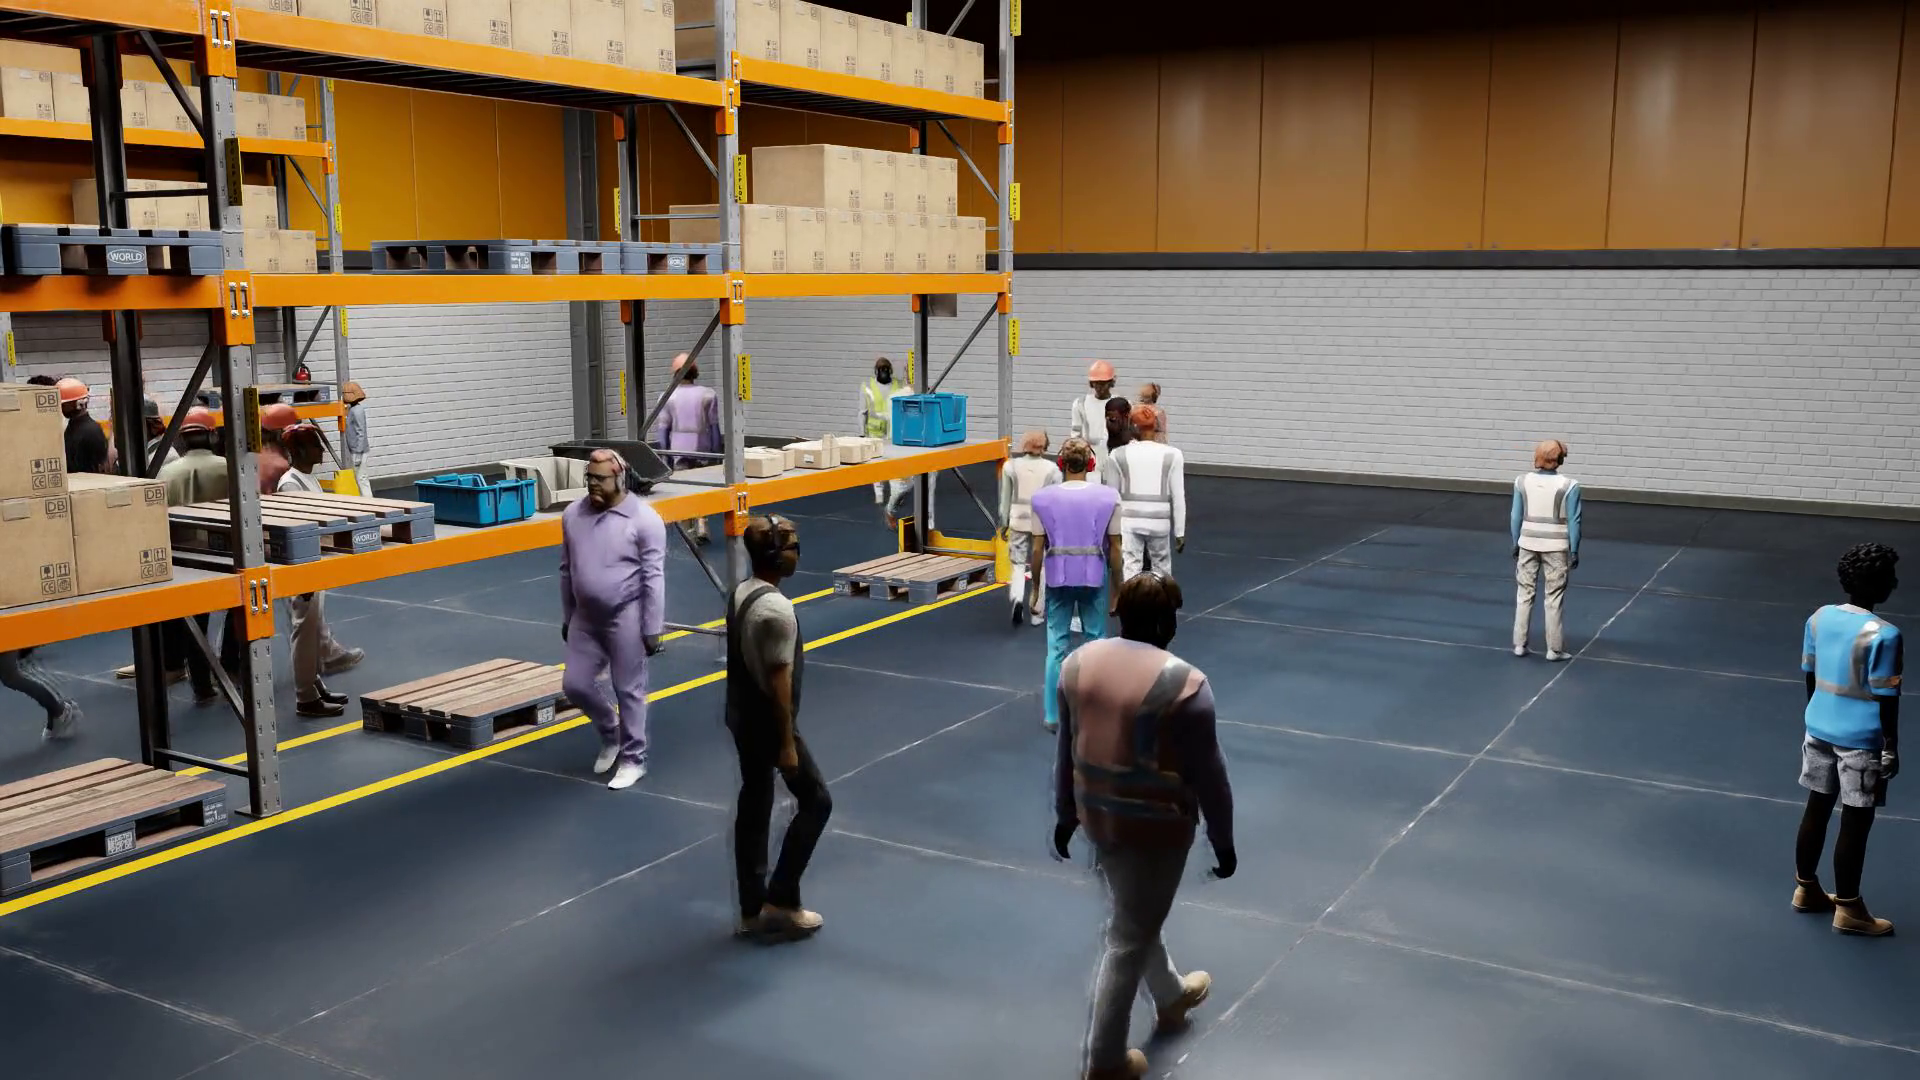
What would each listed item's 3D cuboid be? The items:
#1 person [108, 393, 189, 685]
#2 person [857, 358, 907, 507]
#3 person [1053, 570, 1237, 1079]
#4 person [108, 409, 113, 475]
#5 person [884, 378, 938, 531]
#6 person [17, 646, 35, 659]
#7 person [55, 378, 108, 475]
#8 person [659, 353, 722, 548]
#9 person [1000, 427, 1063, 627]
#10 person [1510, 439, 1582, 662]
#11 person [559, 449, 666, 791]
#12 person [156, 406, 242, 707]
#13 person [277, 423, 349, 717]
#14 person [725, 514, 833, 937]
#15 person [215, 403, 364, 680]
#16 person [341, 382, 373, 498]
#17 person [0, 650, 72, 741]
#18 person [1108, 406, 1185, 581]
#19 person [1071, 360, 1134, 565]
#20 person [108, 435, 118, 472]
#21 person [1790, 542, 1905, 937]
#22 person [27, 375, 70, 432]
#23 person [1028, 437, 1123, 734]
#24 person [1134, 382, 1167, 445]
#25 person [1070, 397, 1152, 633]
[{"bbox_3d":[-5.650,-0.010,11.485,0.684,2.000,0.538,8,12,40],"label":"person"},{"bbox_3d":[-0.924,-1.303,20.296,0.651,1.799,0.903,-1,9,-6],"label":"person"},{"bbox_3d":[0.726,0.996,5.928,0.900,1.803,0.660,-8,12,-43],"label":"person"},{"bbox_3d":[-8.358,-0.800,16.927,0.645,1.877,0.818,7,11,37],"label":"person"},{"bbox_3d":[-0.510,-0.977,17.932,0.635,1.916,0.854,-6,11,-32],"label":"person"},{"bbox_3d":[-6.965,0.008,11.782,0.551,1.914,0.858,6,11,34],"label":"person"},{"bbox_3d":[-7.238,-0.343,13.729,0.608,1.987,0.388,8,12,42],"label":"person"},{"bbox_3d":[-2.791,-0.927,17.260,0.620,2.020,0.496,-1,9,-5],"label":"person"},{"bbox_3d":[0.567,-0.090,13.264,0.525,1.622,0.446,1,9,9],"label":"person"},{"bbox_3d":[4.291,0.075,12.207,0.523,1.636,0.310,8,12,42],"label":"person"},{"bbox_3d":[-1.938,0.438,9.155,0.675,1.890,0.426,3,10,21],"label":"person"},{"bbox_3d":[-4.972,0.104,11.003,0.632,1.960,0.547,-1,9,-4],"label":"person"},{"bbox_3d":[-4.189,0.191,10.720,0.355,1.885,0.575,-2,9,-12],"label":"person"},{"bbox_3d":[-0.753,0.797,7.086,0.483,1.832,0.539,-6,11,-32],"label":"person"},{"bbox_3d":[-4.768,0.021,11.616,0.617,1.948,1.013,9,13,44],"label":"person"},{"bbox_3d":[-6.786,-0.967,18.721,0.269,1.632,0.505,-4,10,-24],"label":"person"},{"bbox_3d":[-5.654,0.485,9.770,0.514,1.599,0.787,5,10,28],"label":"person"},{"bbox_3d":[1.410,-0.094,12.619,0.591,1.839,0.872,1,9,9],"label":"person"},{"bbox_3d":[1.367,-0.715,15.965,0.646,2.012,0.824,1,9,8],"label":"person"},{"bbox_3d":[-6.501,-0.242,13.404,0.760,1.881,0.684,-4,10,-24],"label":"person"},{"bbox_3d":[3.859,0.849,7.194,0.315,1.695,0.541,-2,9,-10],"label":"person"},{"bbox_3d":[-8.416,-0.565,15.371,0.609,1.915,1.022,6,11,33],"label":"person"},{"bbox_3d":[0.707,0.289,10.228,0.583,1.842,0.389,0,9,2],"label":"person"},{"bbox_3d":[2.075,-0.971,18.820,0.690,1.616,0.522,-7,12,-38],"label":"person"},{"bbox_3d":[1.182,-0.165,12.948,0.929,1.873,0.600,-8,12,-39],"label":"person"}]
